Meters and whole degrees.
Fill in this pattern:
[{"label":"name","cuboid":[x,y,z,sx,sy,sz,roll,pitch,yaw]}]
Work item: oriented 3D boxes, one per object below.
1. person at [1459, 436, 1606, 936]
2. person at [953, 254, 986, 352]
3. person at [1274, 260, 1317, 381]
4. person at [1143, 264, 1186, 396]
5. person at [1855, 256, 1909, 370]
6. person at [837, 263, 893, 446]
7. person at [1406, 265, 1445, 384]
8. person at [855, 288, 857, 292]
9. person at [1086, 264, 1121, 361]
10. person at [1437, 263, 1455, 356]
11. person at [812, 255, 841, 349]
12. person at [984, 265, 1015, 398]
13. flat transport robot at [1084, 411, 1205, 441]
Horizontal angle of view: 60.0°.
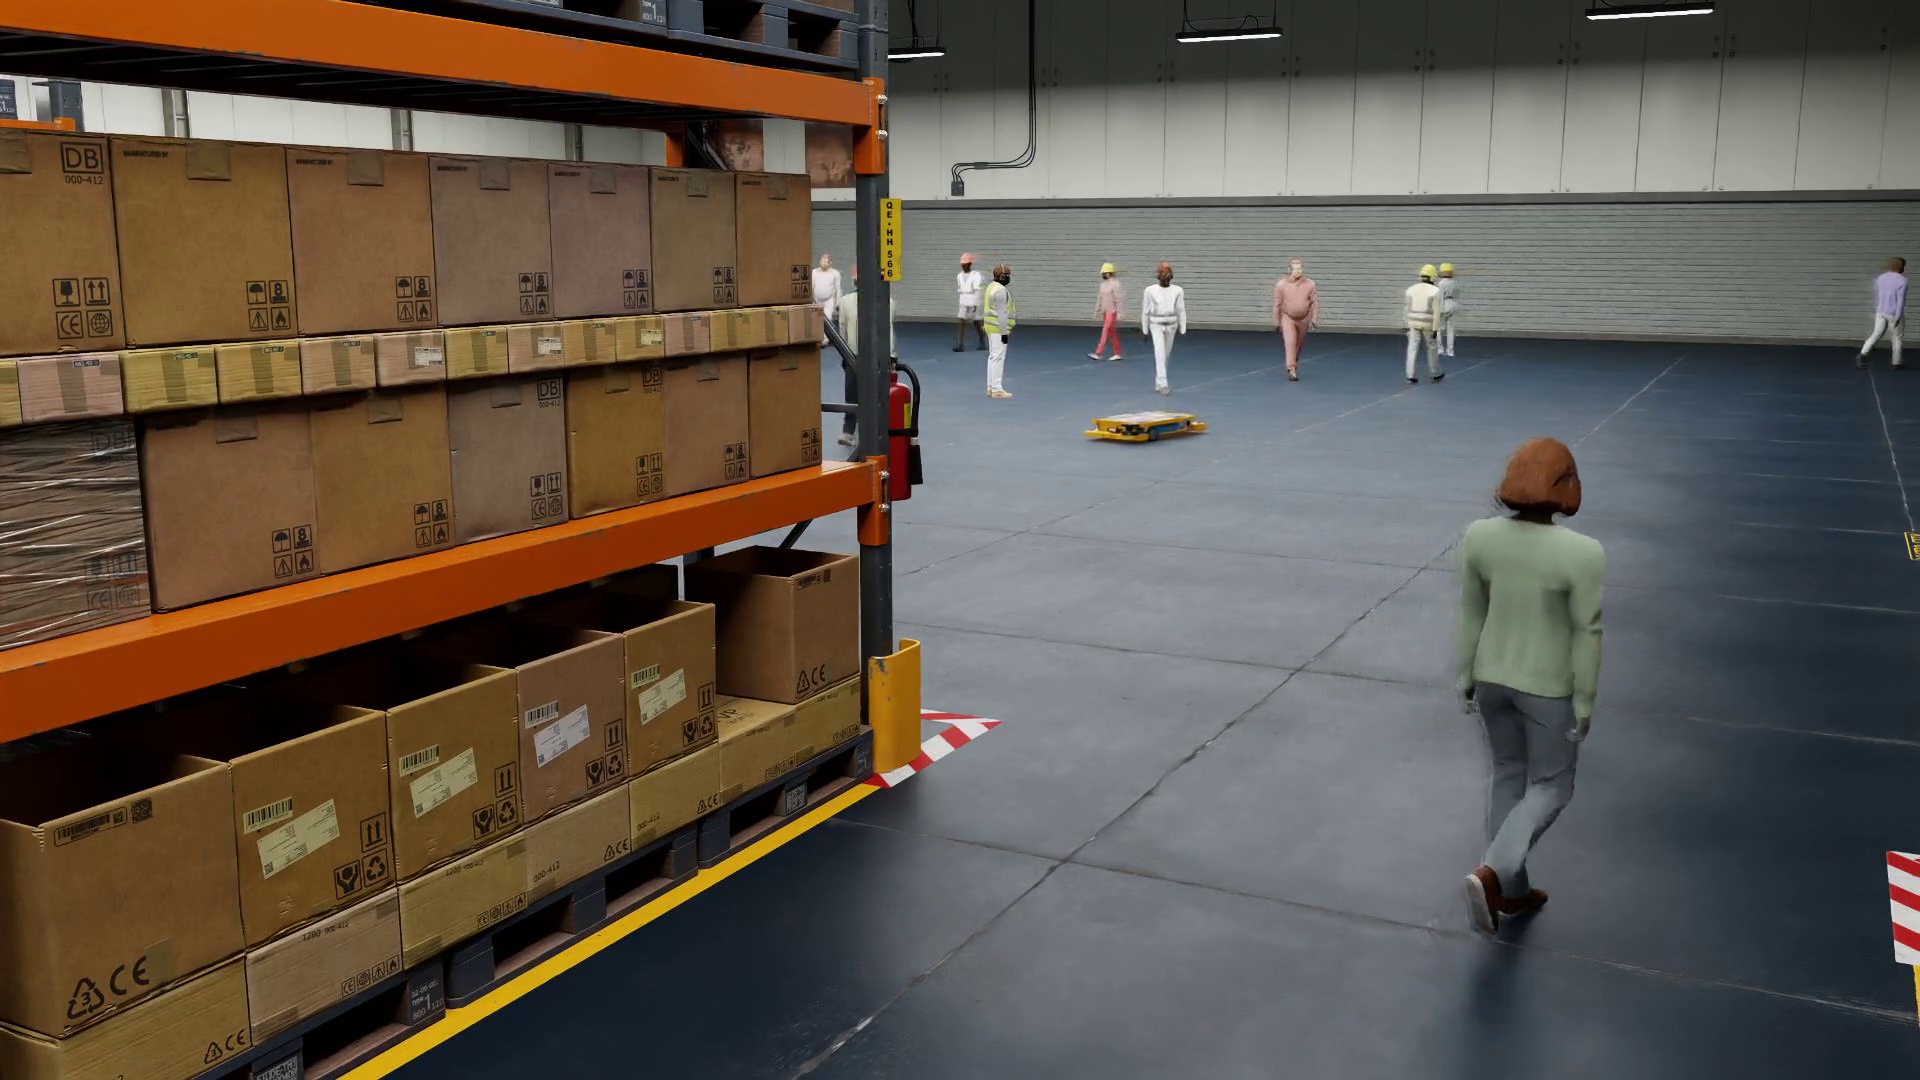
[{"label":"person","cuboid":[1.772,0.477,5.297,0.564,1.617,0.505,-9,14,-40]},{"label":"person","cuboid":[0.195,-4.591,32.220,0.564,1.897,1.005,6,12,30]},{"label":"person","cuboid":[5.231,-3.437,25.973,0.640,1.871,0.975,-1,10,-3]},{"label":"person","cuboid":[2.898,-3.002,23.671,0.589,1.844,0.964,-2,11,-8]},{"label":"person","cuboid":[15.453,-3.773,27.730,0.952,1.903,0.627,-4,11,-23]},{"label":"person","cuboid":[-1.034,-1.971,17.717,0.640,1.945,0.951,3,11,14]},{"label":"person","cuboid":[7.055,-3.262,25.209,0.606,1.781,0.910,9,14,40]},{"label":"person","cuboid":[-2.065,-5.391,37.213,0.545,1.646,0.889,-5,12,-26]},{"label":"person","cuboid":[2.565,-4.043,29.622,0.868,1.721,0.553,-6,12,-28]},{"label":"person","cuboid":[9.024,-4.290,31.006,0.491,1.729,0.525,-8,13,-36]},{"label":"person","cuboid":[-2.707,-4.761,33.246,0.645,1.854,1.033,3,11,14]},{"label":"person","cuboid":[0.551,-2.885,23.061,0.430,1.838,0.632,-2,11,-10]},{"label":"flat transport robot","cuboid":[2.072,-1.281,18.558,0.652,0.197,1.431,9,14,40]}]
